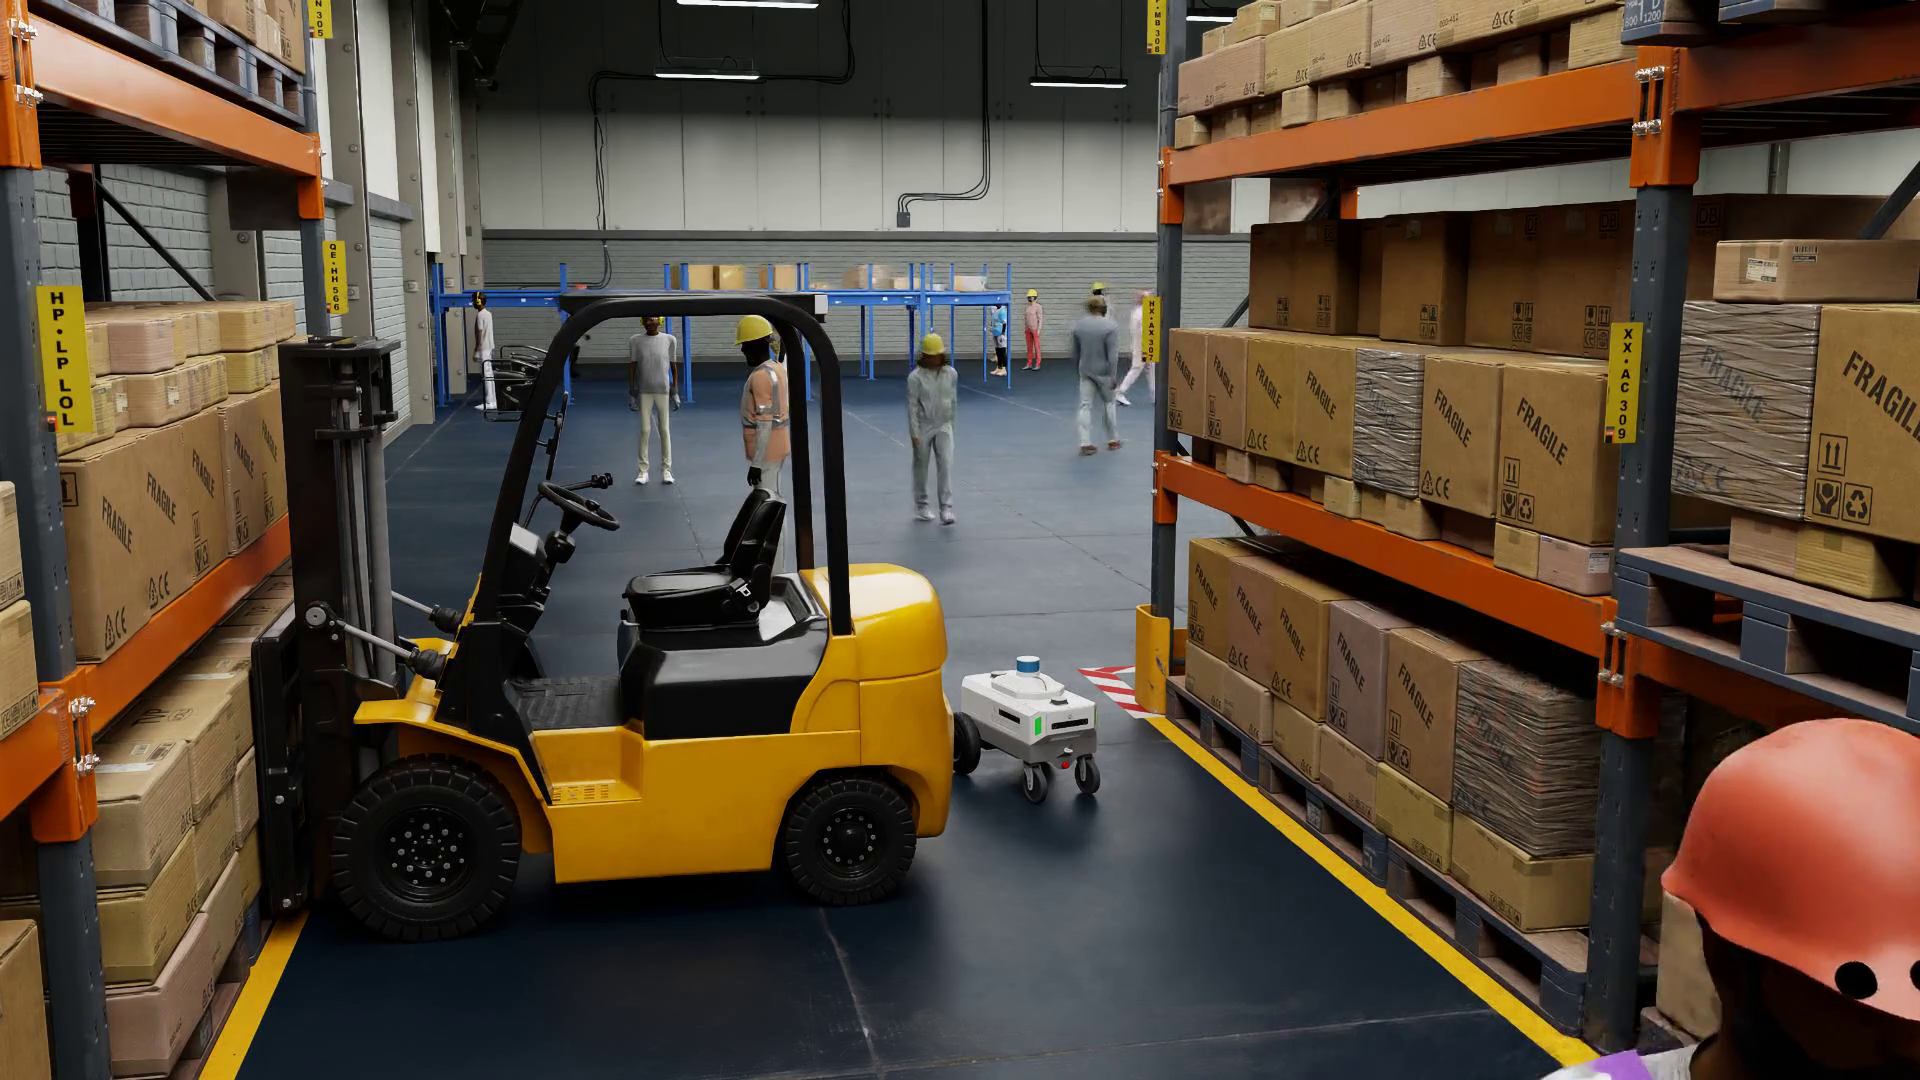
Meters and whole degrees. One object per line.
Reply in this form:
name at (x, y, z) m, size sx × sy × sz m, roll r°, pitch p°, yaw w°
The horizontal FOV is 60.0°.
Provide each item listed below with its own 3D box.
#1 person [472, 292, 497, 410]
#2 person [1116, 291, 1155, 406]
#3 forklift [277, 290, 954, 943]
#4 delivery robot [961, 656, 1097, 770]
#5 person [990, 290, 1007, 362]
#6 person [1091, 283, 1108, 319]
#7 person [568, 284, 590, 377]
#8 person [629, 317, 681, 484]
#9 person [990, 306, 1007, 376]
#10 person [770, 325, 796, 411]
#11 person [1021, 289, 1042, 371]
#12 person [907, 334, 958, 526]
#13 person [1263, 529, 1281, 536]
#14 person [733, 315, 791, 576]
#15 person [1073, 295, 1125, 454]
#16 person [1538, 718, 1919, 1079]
person at (-7.585, -3.017, 26.492) m, size 0.313 × 1.861 × 0.511 m, roll 0°, pitch 9°, yaw 1°
person at (2.974, -3.132, 27.193) m, size 0.975 × 1.865 × 0.658 m, roll 0°, pitch 9°, yaw 3°
forklift at (-1.179, 0.175, 6.143) m, size 2.313 × 2.155 × 1.214 m, roll -2°, pitch 10°, yaw -12°
delivery robot at (0.299, 0.754, 7.311) m, size 0.477 × 0.478 × 0.707 m, roll -5°, pitch 11°, yaw -28°
person at (0.915, -5.096, 39.653) m, size 0.319 × 1.697 × 0.534 m, roll 8°, pitch 12°, yaw 39°
person at (3.154, -5.028, 38.688) m, size 0.960 × 1.873 × 0.599 m, roll 1°, pitch 9°, yaw 9°
person at (-7.871, -4.293, 34.153) m, size 0.469 × 1.898 × 0.591 m, roll 6°, pitch 11°, yaw 33°
person at (-3.191, -1.521, 17.352) m, size 0.536 × 1.865 × 0.312 m, roll -2°, pitch 9°, yaw -9°
person at (0.827, -4.272, 34.627) m, size 0.322 × 1.697 × 0.535 m, roll -3°, pitch 10°, yaw -18°
person at (-2.791, -2.960, 26.215) m, size 0.430 × 1.838 × 0.624 m, roll 0°, pitch 9°, yaw 0°
person at (1.583, -4.607, 36.468) m, size 0.316 × 1.769 × 0.525 m, roll -8°, pitch 13°, yaw -42°
person at (-0.231, -0.963, 14.526) m, size 0.488 × 1.661 × 0.937 m, roll -3°, pitch 10°, yaw -17°
person at (2.436, -0.531, 12.029) m, size 0.532 × 1.622 × 0.459 m, roll -4°, pitch 10°, yaw -22°
person at (-1.375, -0.599, 11.573) m, size 0.375 × 1.919 × 0.584 m, roll 0°, pitch 9°, yaw 3°
person at (1.719, -2.017, 20.233) m, size 0.662 × 1.906 × 0.885 m, roll 6°, pitch 11°, yaw 34°
person at (0.685, 1.068, 1.541) m, size 0.549 × 1.891 × 1.011 m, roll 0°, pitch 9°, yaw -1°
